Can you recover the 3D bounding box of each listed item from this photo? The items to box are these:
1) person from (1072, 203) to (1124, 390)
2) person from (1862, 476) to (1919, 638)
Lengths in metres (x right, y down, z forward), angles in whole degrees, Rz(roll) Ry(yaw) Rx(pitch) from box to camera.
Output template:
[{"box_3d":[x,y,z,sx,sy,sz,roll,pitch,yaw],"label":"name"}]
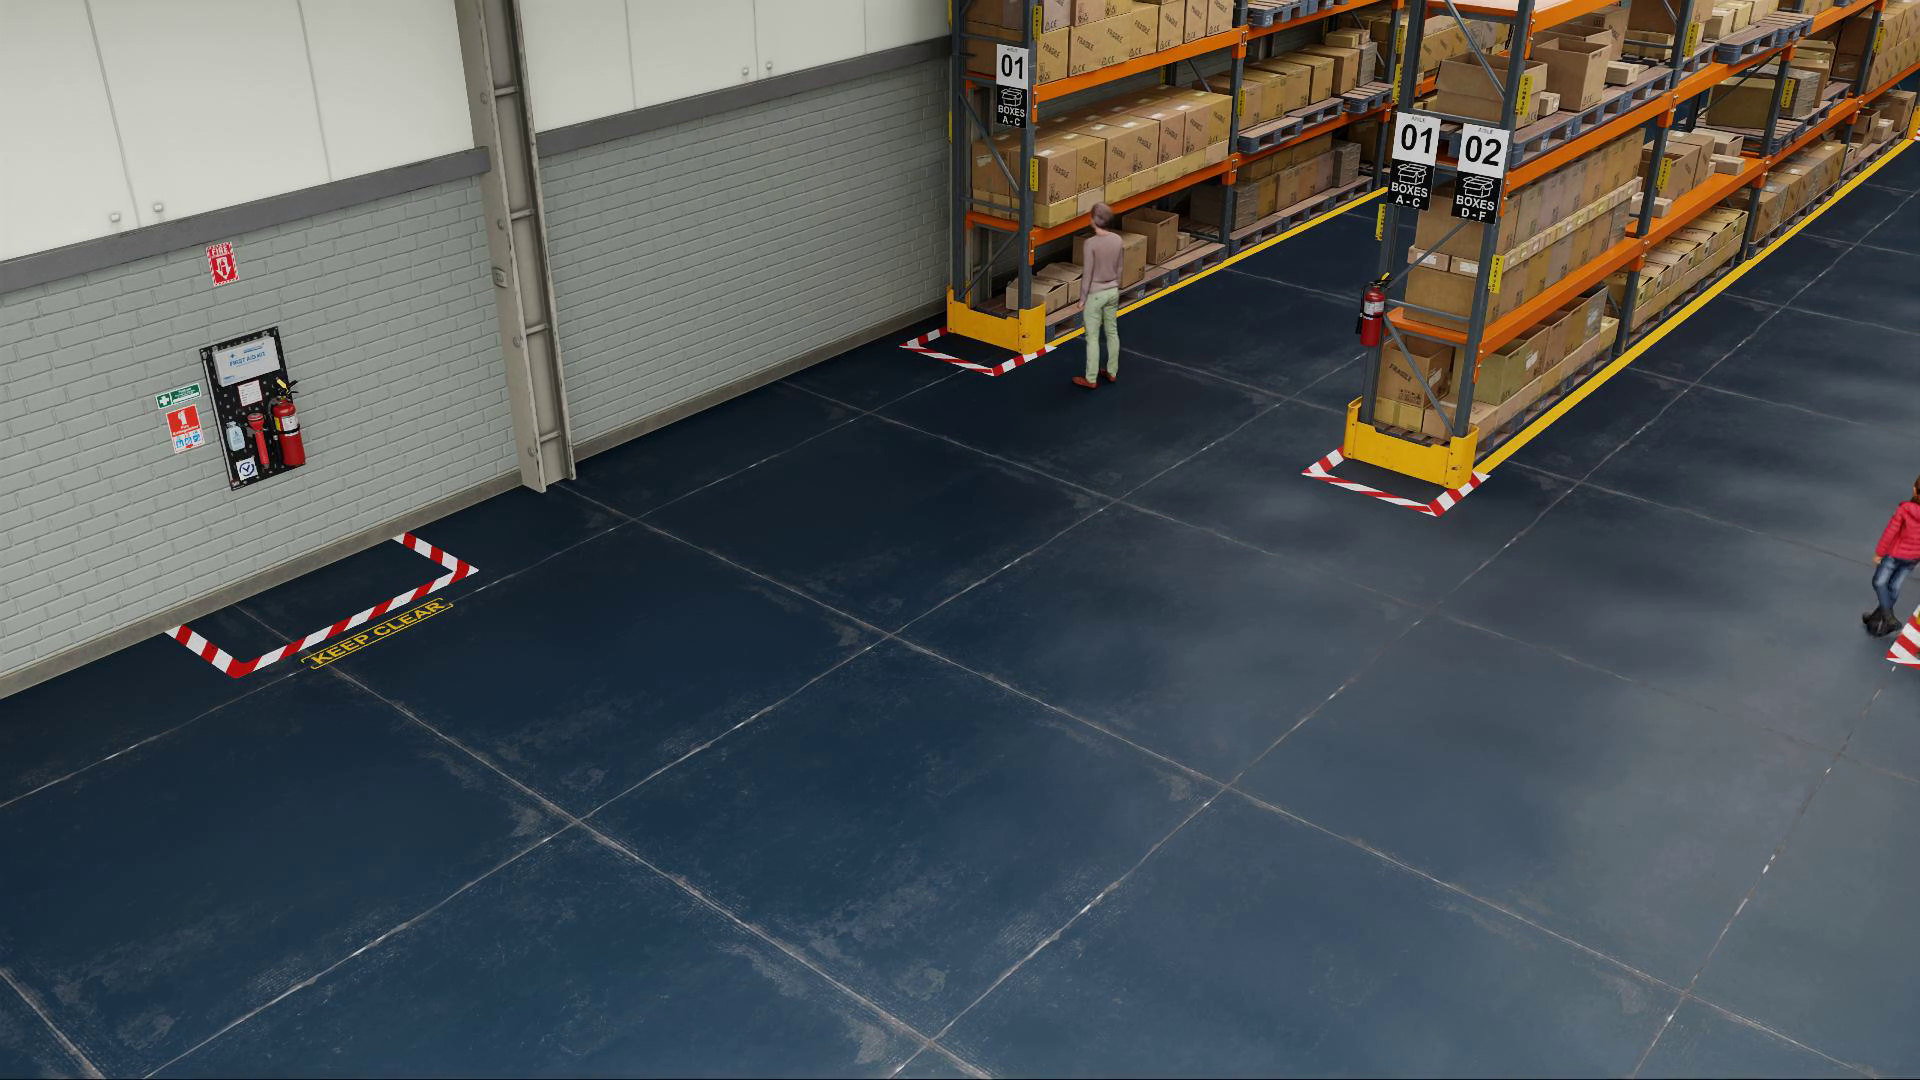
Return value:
[{"box_3d":[1.407,-2.442,16.667,0.617,1.871,0.803,-19,33,-31],"label":"person"},{"box_3d":[7.060,0.155,12.400,0.736,1.297,0.811,-2,28,-4],"label":"person"}]
